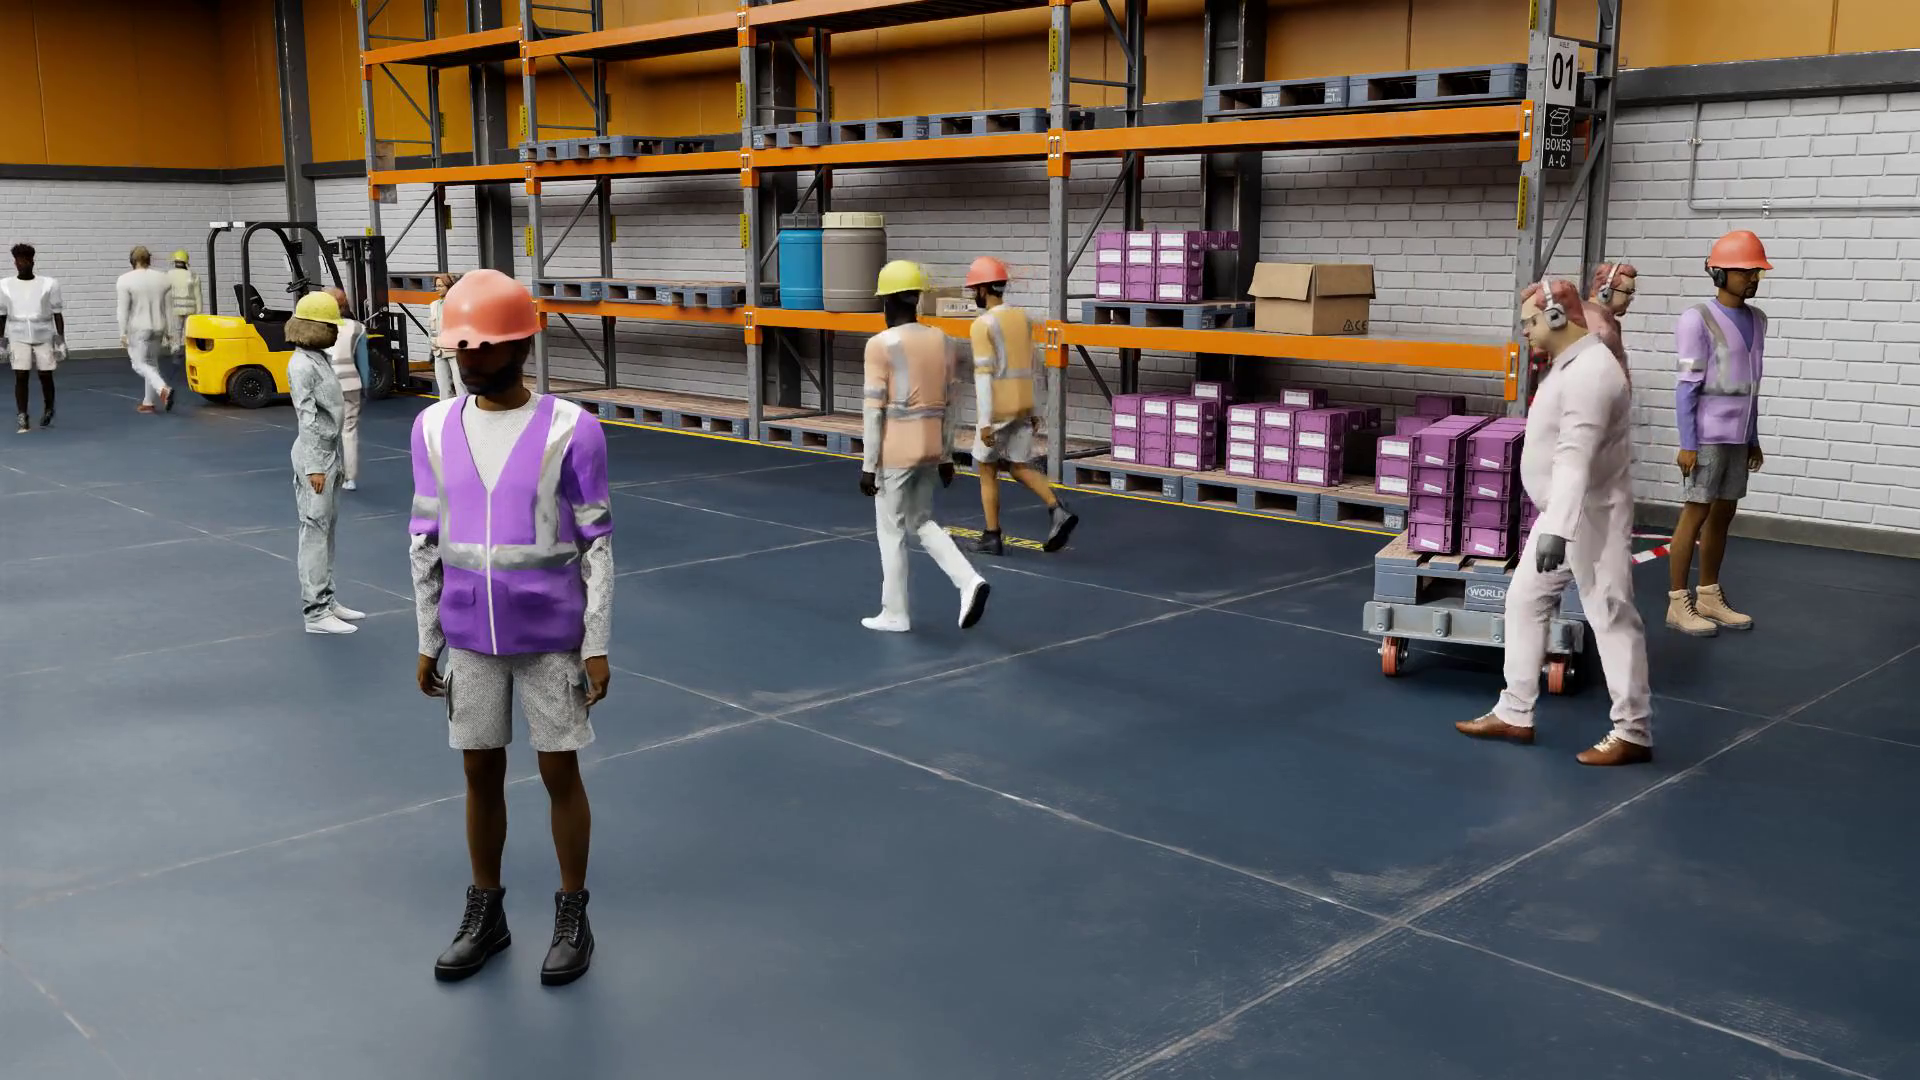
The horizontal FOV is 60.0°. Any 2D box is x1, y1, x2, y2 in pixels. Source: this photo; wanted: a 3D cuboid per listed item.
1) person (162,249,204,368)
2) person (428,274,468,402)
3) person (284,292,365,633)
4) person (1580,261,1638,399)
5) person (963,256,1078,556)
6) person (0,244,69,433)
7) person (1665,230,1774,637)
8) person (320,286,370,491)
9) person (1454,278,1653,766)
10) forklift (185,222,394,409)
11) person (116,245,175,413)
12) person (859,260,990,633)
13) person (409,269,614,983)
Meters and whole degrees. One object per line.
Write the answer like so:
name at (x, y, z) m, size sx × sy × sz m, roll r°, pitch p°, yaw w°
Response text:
person at (-11.705, -3.460, 25.040) m, size 0.598 × 1.808 × 0.694 m, roll -3°, pitch 11°, yaw -15°
person at (-5.144, -1.856, 16.758) m, size 0.513 × 1.641 × 0.307 m, roll 5°, pitch 12°, yaw 26°
person at (-3.259, -0.395, 8.530) m, size 0.305 × 1.738 × 0.484 m, roll -2°, pitch 11°, yaw -11°
person at (3.479, -0.615, 9.339) m, size 0.523 × 1.876 × 0.684 m, roll 2°, pitch 11°, yaw 13°
person at (0.355, -0.811, 10.357) m, size 0.770 × 1.902 × 0.578 m, roll 9°, pitch 14°, yaw 41°
person at (-9.647, -2.092, 17.272) m, size 0.661 × 1.936 × 0.750 m, roll -5°, pitch 11°, yaw -24°
person at (3.880, -0.535, 8.455) m, size 0.613 × 2.043 × 0.374 m, roll -6°, pitch 12°, yaw -31°
person at (-4.931, -1.189, 13.157) m, size 0.537 × 1.623 × 0.381 m, roll -7°, pitch 13°, yaw -35°
person at (2.323, -0.061, 6.391) m, size 0.807 × 1.849 × 0.801 m, roll 1°, pitch 10°, yaw 6°
forklift at (-8.169, -2.758, 20.163) m, size 2.313 × 2.155 × 1.214 m, roll -10°, pitch 14°, yaw -44°
person at (-9.156, -2.367, 18.790) m, size 0.750 × 1.916 × 0.636 m, roll 7°, pitch 12°, yaw 33°
person at (-0.209, -0.436, 8.316) m, size 0.655 × 1.905 × 0.590 m, roll 9°, pitch 14°, yaw 40°
person at (-1.210, 0.251, 4.464) m, size 0.551 × 1.932 × 0.377 m, roll 1°, pitch 10°, yaw 6°
